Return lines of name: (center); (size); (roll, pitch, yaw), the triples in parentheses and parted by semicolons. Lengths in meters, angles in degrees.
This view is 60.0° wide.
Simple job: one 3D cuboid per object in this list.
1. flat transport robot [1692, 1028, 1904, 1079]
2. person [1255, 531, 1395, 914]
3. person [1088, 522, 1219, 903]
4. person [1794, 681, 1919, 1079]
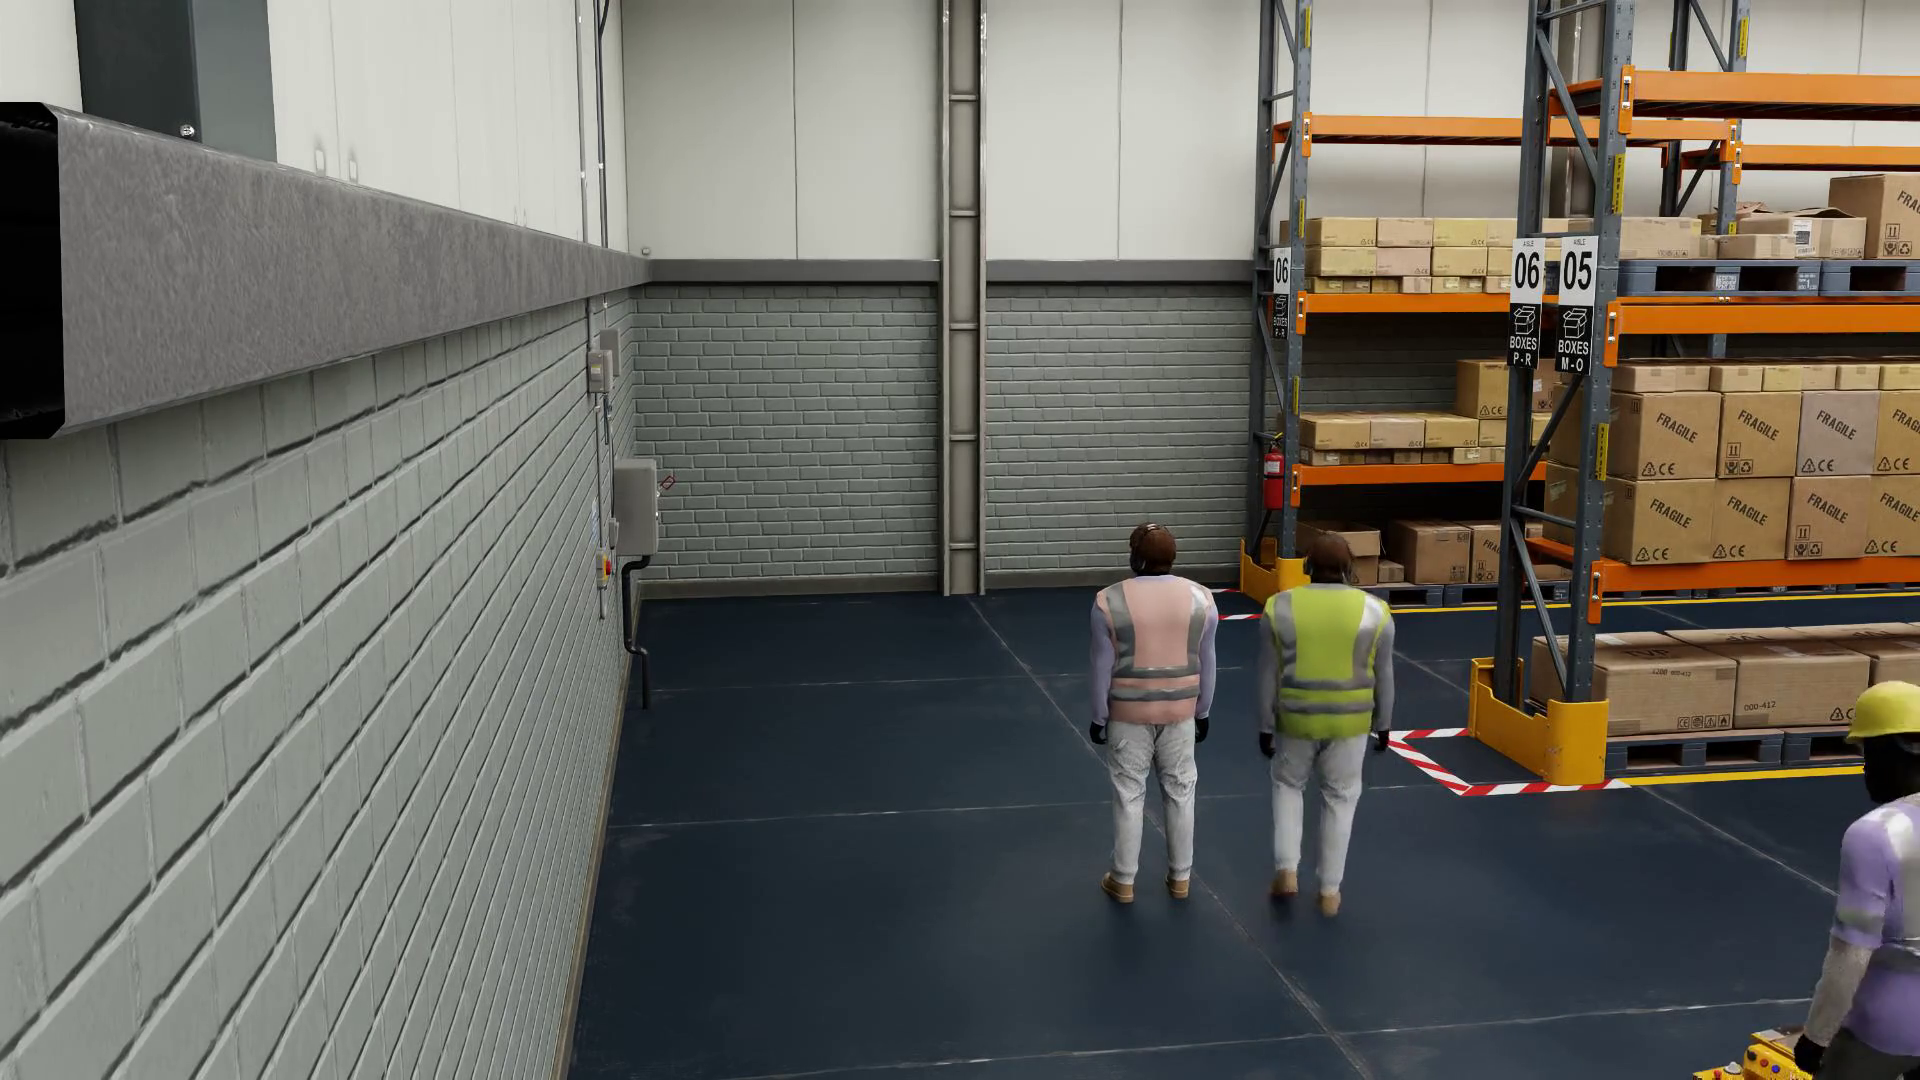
flat transport robot: (3.449, 1.936, 5.999); (1.431, 0.197, 0.652); (-3, 10, -20)
person: (1.718, 0.862, 7.844); (0.638, 1.828, 0.455); (2, 9, 12)
person: (0.915, 0.827, 8.000); (0.626, 1.847, 0.429); (-1, 9, -9)
person: (2.672, 1.347, 4.749); (0.611, 1.863, 0.894); (-4, 10, -25)
